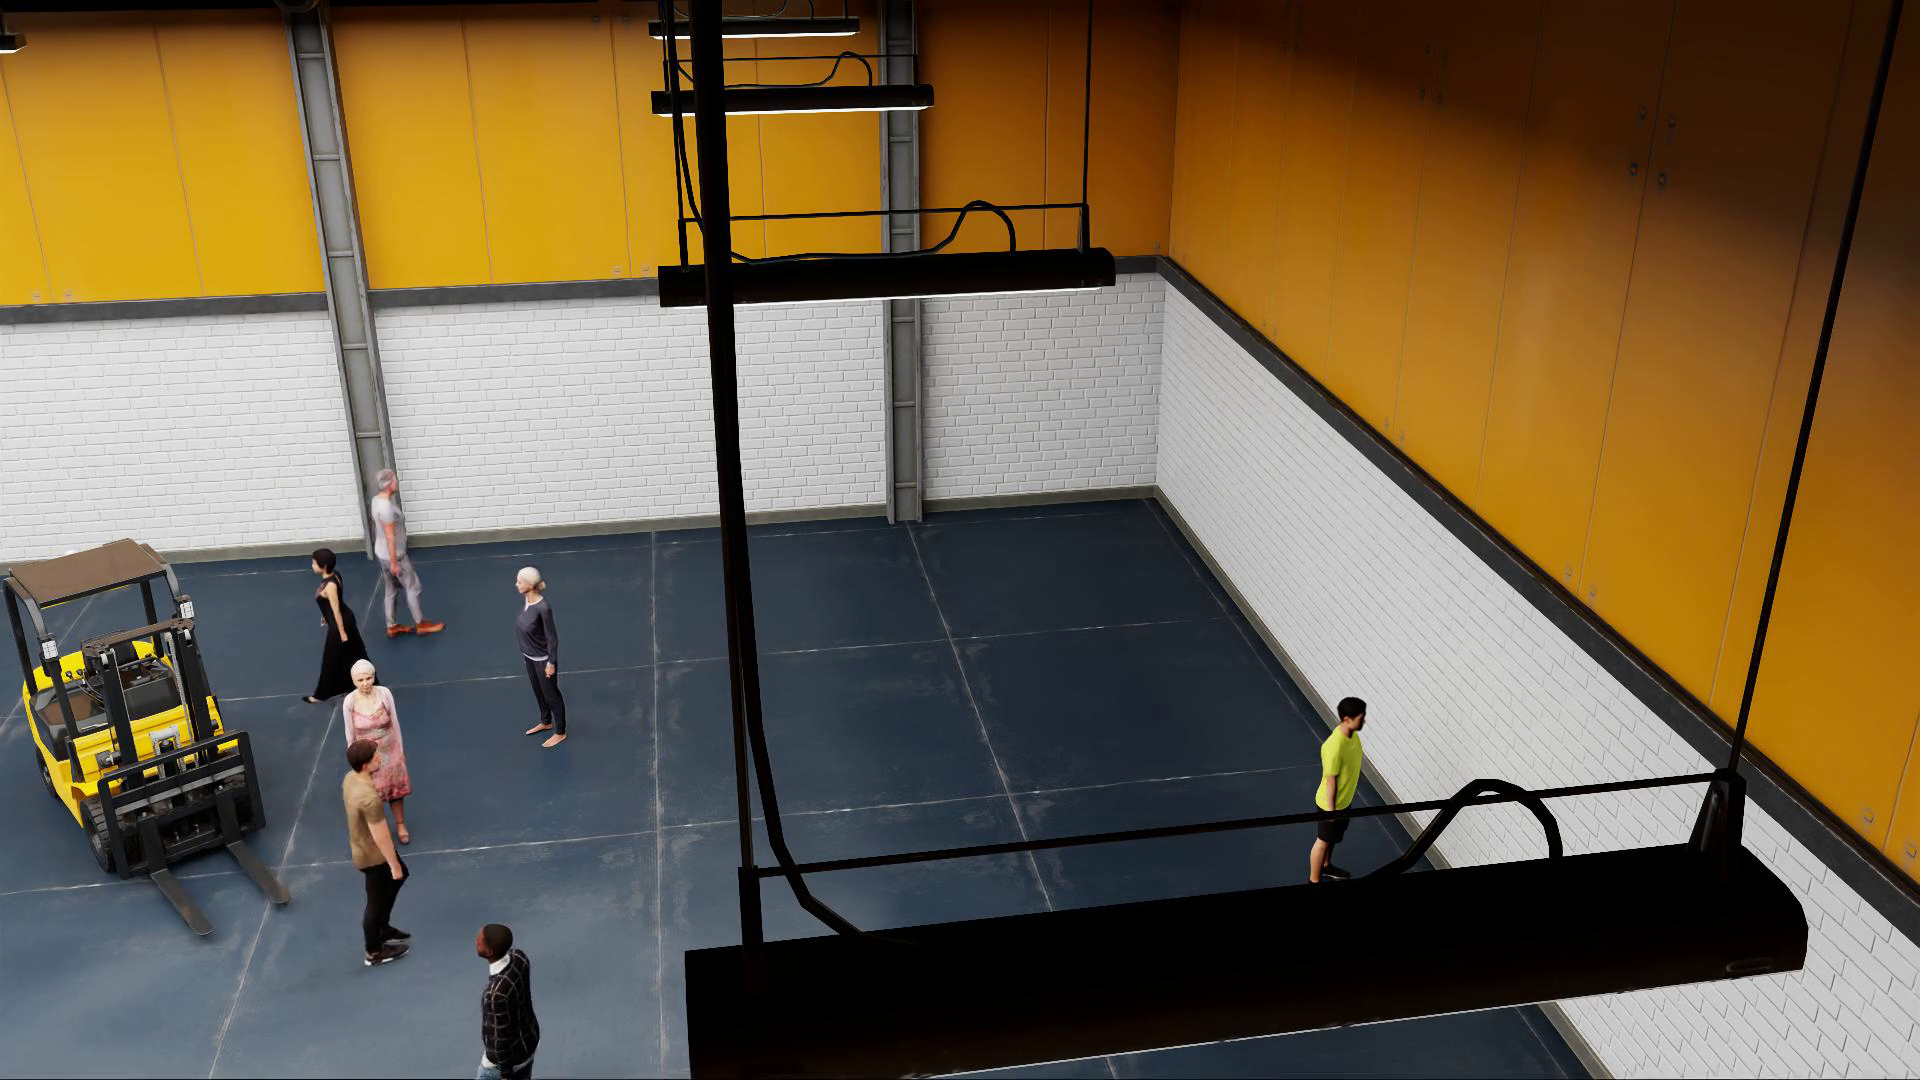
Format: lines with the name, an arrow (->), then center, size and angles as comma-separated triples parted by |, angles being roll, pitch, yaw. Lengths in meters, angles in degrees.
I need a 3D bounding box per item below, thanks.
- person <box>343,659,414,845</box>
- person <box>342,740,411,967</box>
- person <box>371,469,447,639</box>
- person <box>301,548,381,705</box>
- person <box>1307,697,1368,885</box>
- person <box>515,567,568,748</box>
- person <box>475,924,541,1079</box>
person -> -4.711, 1.712, 13.440 | 0.617, 1.690, 0.732 | -13, 27, -28
person -> -4.317, 2.274, 11.968 | 0.780, 1.839, 0.792 | -13, 27, -27
person -> -5.818, 0.170, 16.813 | 0.927, 1.813, 0.868 | -13, 27, -27
person -> -5.745, 0.807, 15.659 | 0.918, 1.571, 0.600 | -5, 24, -11
person -> 2.895, 1.961, 12.851 | 0.724, 1.705, 0.691 | 12, 26, 26
person -> -3.779, 1.019, 14.979 | 0.698, 1.726, 0.692 | -20, 30, -38
person -> -2.643, 3.106, 10.104 | 0.820, 1.808, 0.791 | 5, 24, 11
